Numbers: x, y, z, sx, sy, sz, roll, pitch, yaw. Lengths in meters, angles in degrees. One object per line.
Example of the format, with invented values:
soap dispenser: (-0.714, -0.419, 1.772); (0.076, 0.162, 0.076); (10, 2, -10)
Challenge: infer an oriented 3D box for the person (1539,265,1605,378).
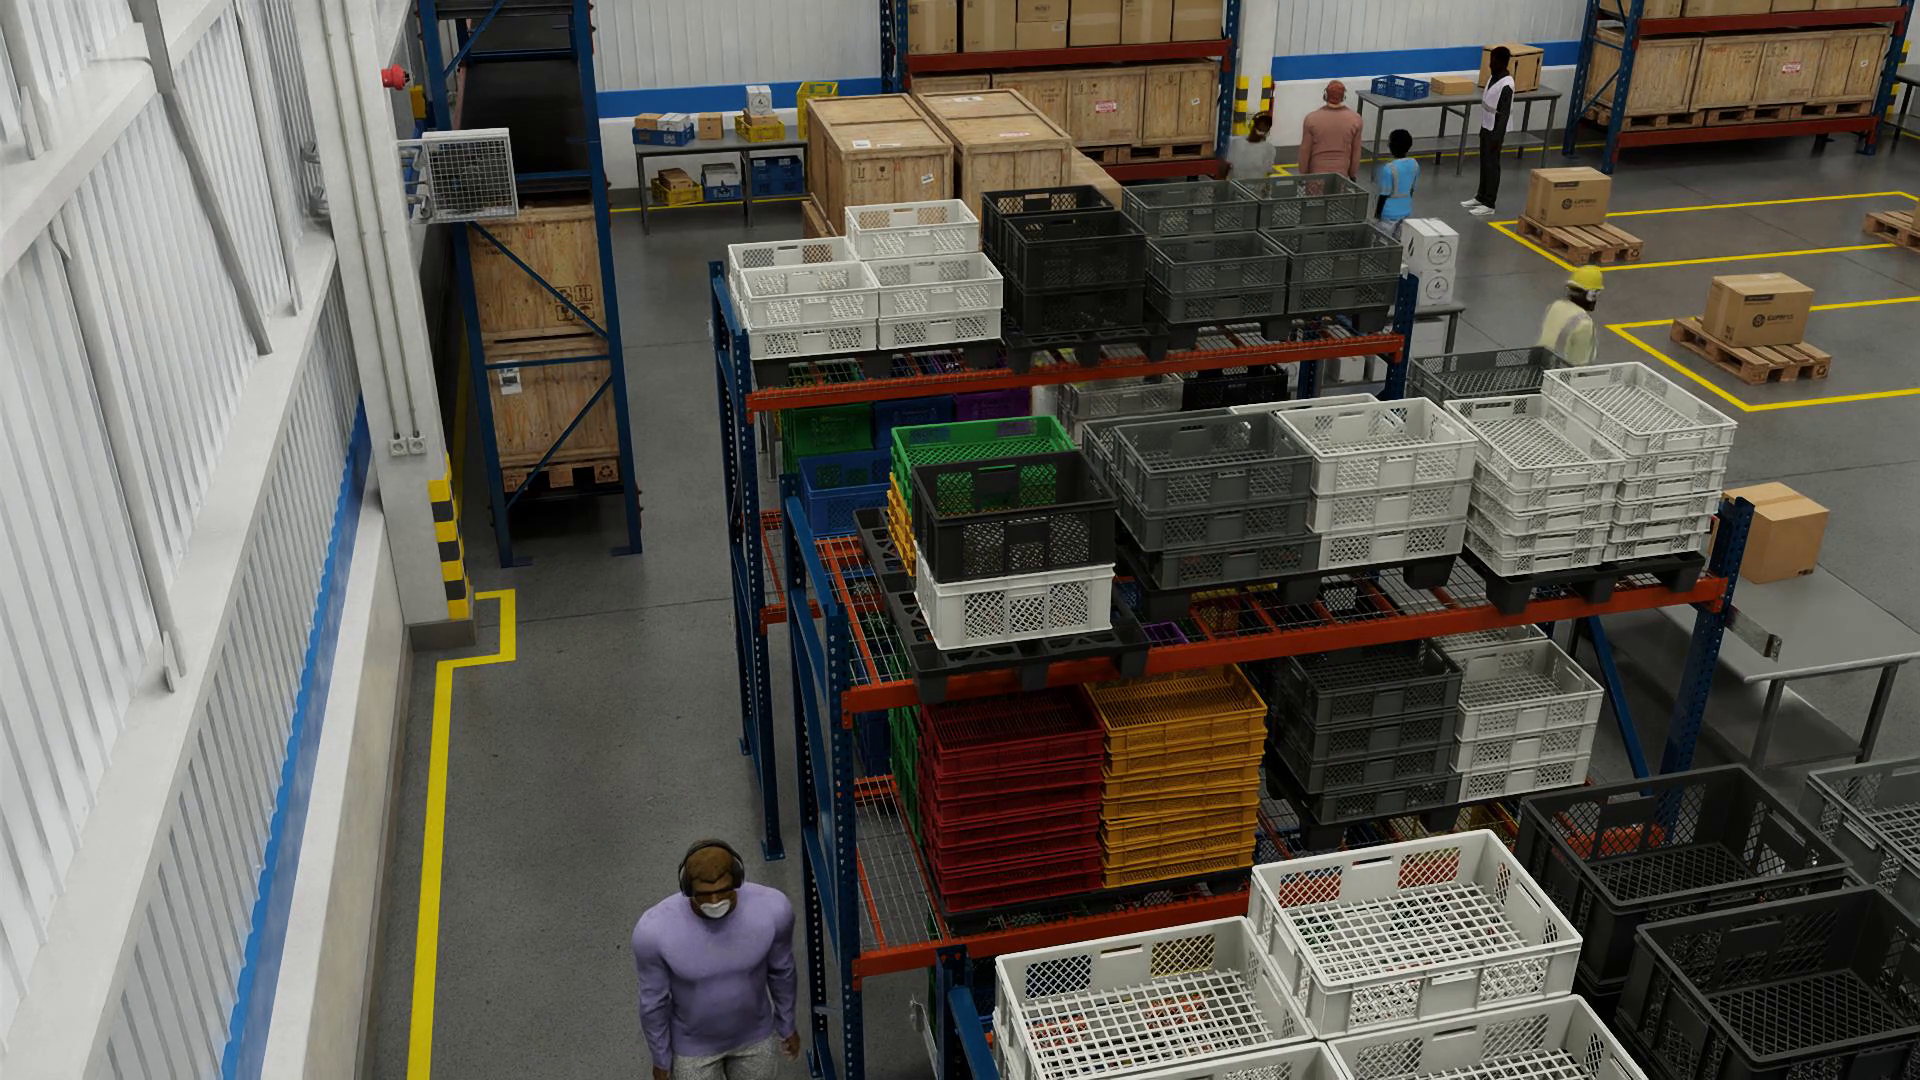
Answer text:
person: (4.580, -1.220, 12.710); (0.522, 1.792, 0.594); (-3, 28, -5)

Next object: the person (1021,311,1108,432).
person: (0.787, -1.233, 12.702); (0.654, 1.837, 0.443); (16, 32, 27)

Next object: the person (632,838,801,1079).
person: (-0.927, 1.952, 6.538); (0.628, 1.940, 0.377); (-9, 29, -16)

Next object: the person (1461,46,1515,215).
person: (6.179, -4.745, 19.270); (0.392, 1.916, 0.592); (0, 28, -1)

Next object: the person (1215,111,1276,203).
person: (2.907, -3.445, 16.895); (0.649, 1.836, 0.334); (16, 32, 27)

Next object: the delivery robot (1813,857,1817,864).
delivery robot: (4.141, 1.829, 8.147); (0.707, 0.478, 0.477); (-21, 34, -34)

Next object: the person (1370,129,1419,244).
person: (4.357, -3.281, 16.728); (0.555, 1.699, 0.320); (-20, 34, -33)

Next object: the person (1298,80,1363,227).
person: (3.921, -3.938, 17.750); (0.652, 1.904, 0.405); (0, 28, 1)
